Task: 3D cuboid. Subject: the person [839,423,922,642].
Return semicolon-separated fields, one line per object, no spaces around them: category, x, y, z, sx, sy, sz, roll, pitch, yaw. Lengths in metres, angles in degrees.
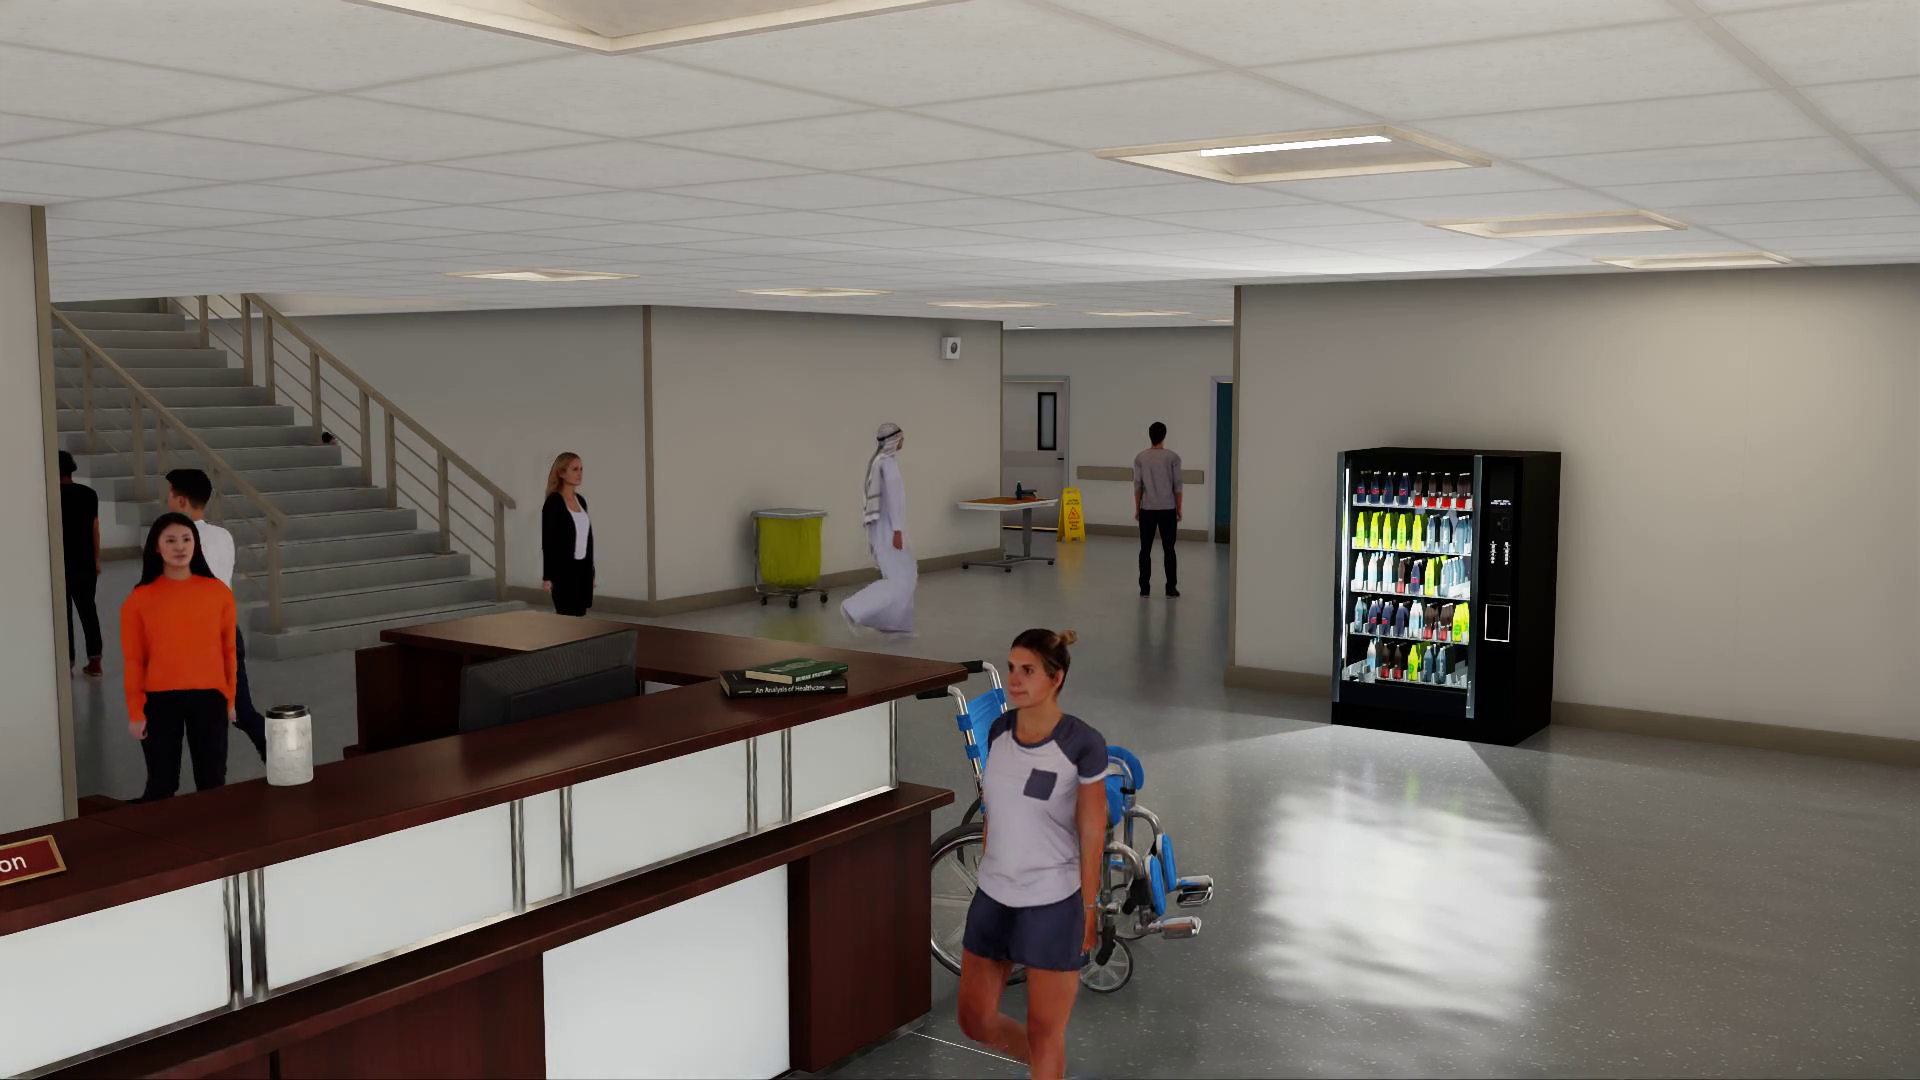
person;-0.705;-0.047;14.400;1.086;1.906;1.044;-1;6;-14

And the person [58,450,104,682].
person;-6.848;0.190;12.788;0.523;1.756;0.628;4;7;33

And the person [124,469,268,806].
person;-3.833;0.566;8.664;1.308;1.835;0.920;2;6;16

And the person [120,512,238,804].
person;-3.479;0.757;7.388;0.906;1.708;1.196;-4;7;-33

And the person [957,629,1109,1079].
person;0.250;1.055;4.903;0.655;1.614;0.646;5;7;39

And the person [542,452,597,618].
person;-2.814;0.288;11.635;0.793;1.792;0.715;2;6;20

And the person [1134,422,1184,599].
person;2.073;-0.320;17.424;0.620;1.843;0.789;1;6;13
